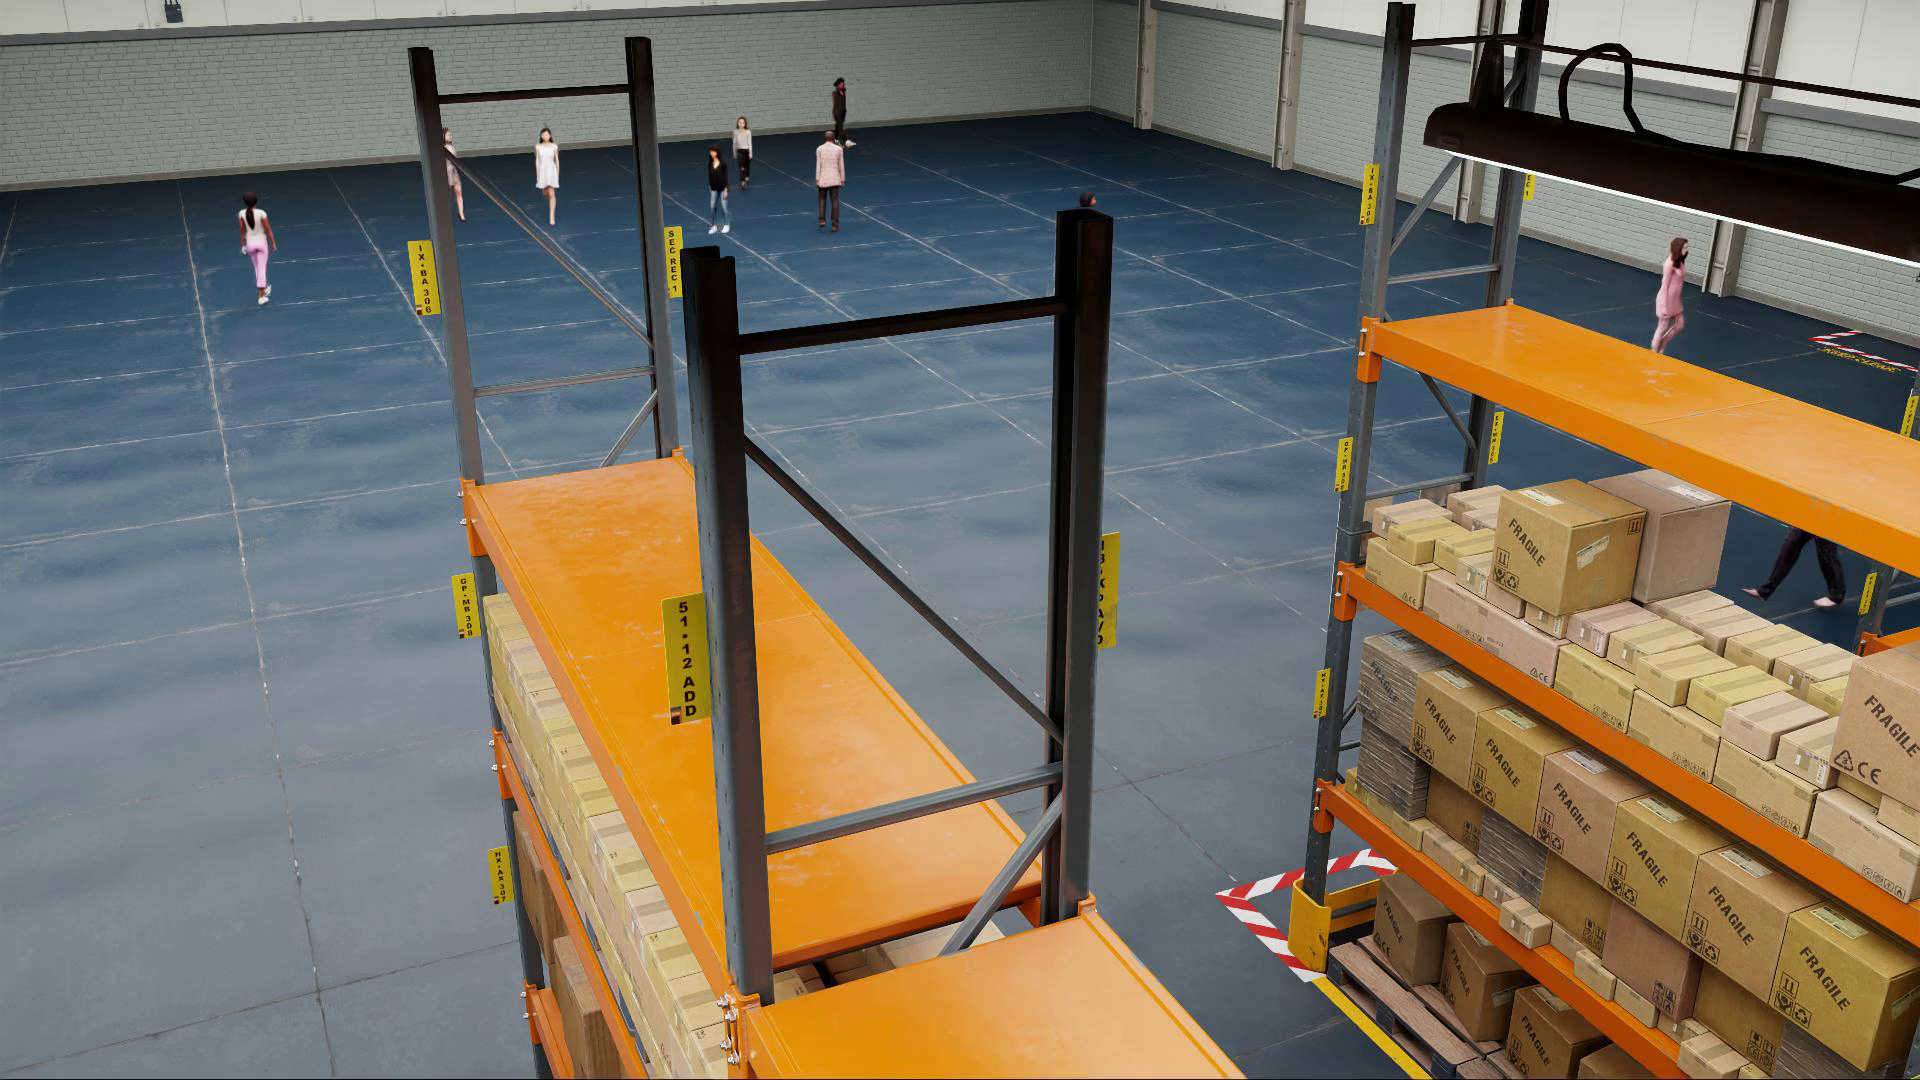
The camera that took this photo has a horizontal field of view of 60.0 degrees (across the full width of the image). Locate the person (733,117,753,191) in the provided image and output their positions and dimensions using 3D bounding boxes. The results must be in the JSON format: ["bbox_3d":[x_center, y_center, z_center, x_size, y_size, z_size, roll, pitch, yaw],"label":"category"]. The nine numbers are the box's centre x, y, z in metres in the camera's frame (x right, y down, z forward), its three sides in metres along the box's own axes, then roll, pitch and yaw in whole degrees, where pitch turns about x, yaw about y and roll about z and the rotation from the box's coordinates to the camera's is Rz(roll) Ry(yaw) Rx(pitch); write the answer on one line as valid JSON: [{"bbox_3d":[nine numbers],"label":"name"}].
[{"bbox_3d":[-4.483,-7.993,34.341,0.718,1.456,0.986,-1,23,-2],"label":"person"}]

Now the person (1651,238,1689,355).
[{"bbox_3d":[9.645,-3.271,22.815,0.722,1.787,0.694,-19,30,-38],"label":"person"}]

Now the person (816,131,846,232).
[{"bbox_3d":[-2.415,-6.597,30.678,0.902,1.753,1.128,-3,23,-6],"label":"person"}]

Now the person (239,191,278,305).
[{"bbox_3d":[-10.942,-4.513,25.834,0.862,1.711,1.101,-1,23,-3],"label":"person"}]

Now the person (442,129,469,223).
[{"bbox_3d":[-9.687,-6.860,31.341,1.149,1.720,0.982,13,26,27],"label":"person"}]

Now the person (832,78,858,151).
[{"bbox_3d":[-2.631,-9.773,38.314,1.160,1.624,0.927,21,31,40],"label":"person"}]

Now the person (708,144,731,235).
[{"bbox_3d":[-4.367,-6.456,30.506,0.769,1.630,0.837,5,24,12],"label":"person"}]

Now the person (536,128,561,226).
[{"bbox_3d":[-7.737,-6.833,31.254,0.868,1.738,1.154,-2,23,-6],"label":"person"}]
